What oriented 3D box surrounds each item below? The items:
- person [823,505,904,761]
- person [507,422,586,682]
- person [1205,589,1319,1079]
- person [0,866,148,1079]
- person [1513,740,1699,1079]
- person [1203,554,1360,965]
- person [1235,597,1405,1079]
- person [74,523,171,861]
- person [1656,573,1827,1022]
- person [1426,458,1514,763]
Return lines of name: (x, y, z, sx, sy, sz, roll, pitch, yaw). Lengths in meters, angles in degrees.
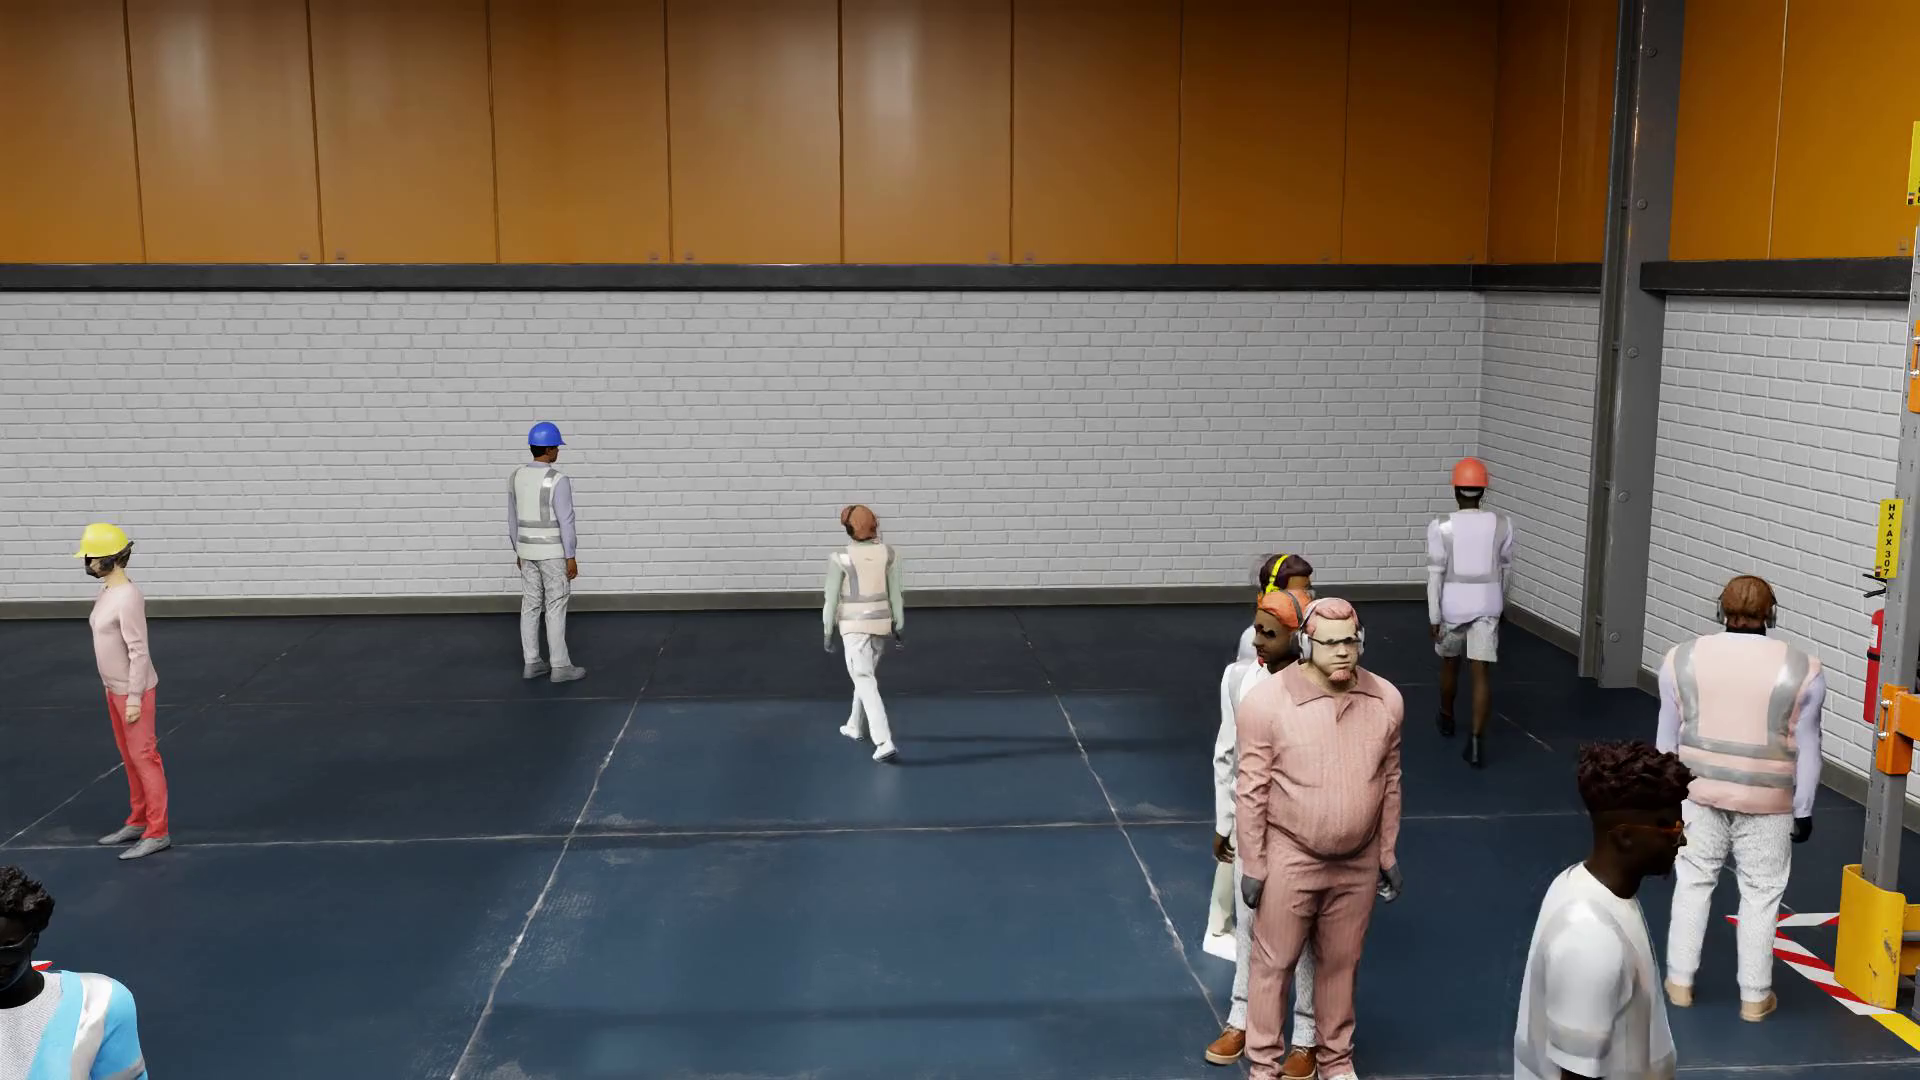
person: (-0.596, 0.571, 10.543, 0.523, 1.592, 0.862, -6, 11, -33)
person: (-3.098, 0.088, 12.450, 0.617, 1.946, 0.396, 6, 11, 31)
person: (1.211, 1.106, 6.273, 0.576, 1.881, 0.354, 7, 12, 38)
person: (-2.185, 1.575, 3.902, 0.540, 1.695, 0.317, -4, 10, -26)
person: (1.519, 1.426, 4.042, 0.466, 1.946, 0.629, 4, 10, 23)
person: (1.415, 0.982, 7.189, 0.809, 1.842, 0.535, 7, 11, 36)
person: (1.301, 1.143, 5.960, 0.642, 1.909, 0.399, -2, 9, -13)
person: (-4.371, 0.782, 8.676, 0.330, 1.765, 0.526, -7, 12, -39)
person: (3.174, 1.048, 6.813, 0.626, 1.834, 0.429, 7, 11, 37)
person: (3.227, 0.424, 10.574, 0.543, 1.887, 1.018, 2, 9, 11)
